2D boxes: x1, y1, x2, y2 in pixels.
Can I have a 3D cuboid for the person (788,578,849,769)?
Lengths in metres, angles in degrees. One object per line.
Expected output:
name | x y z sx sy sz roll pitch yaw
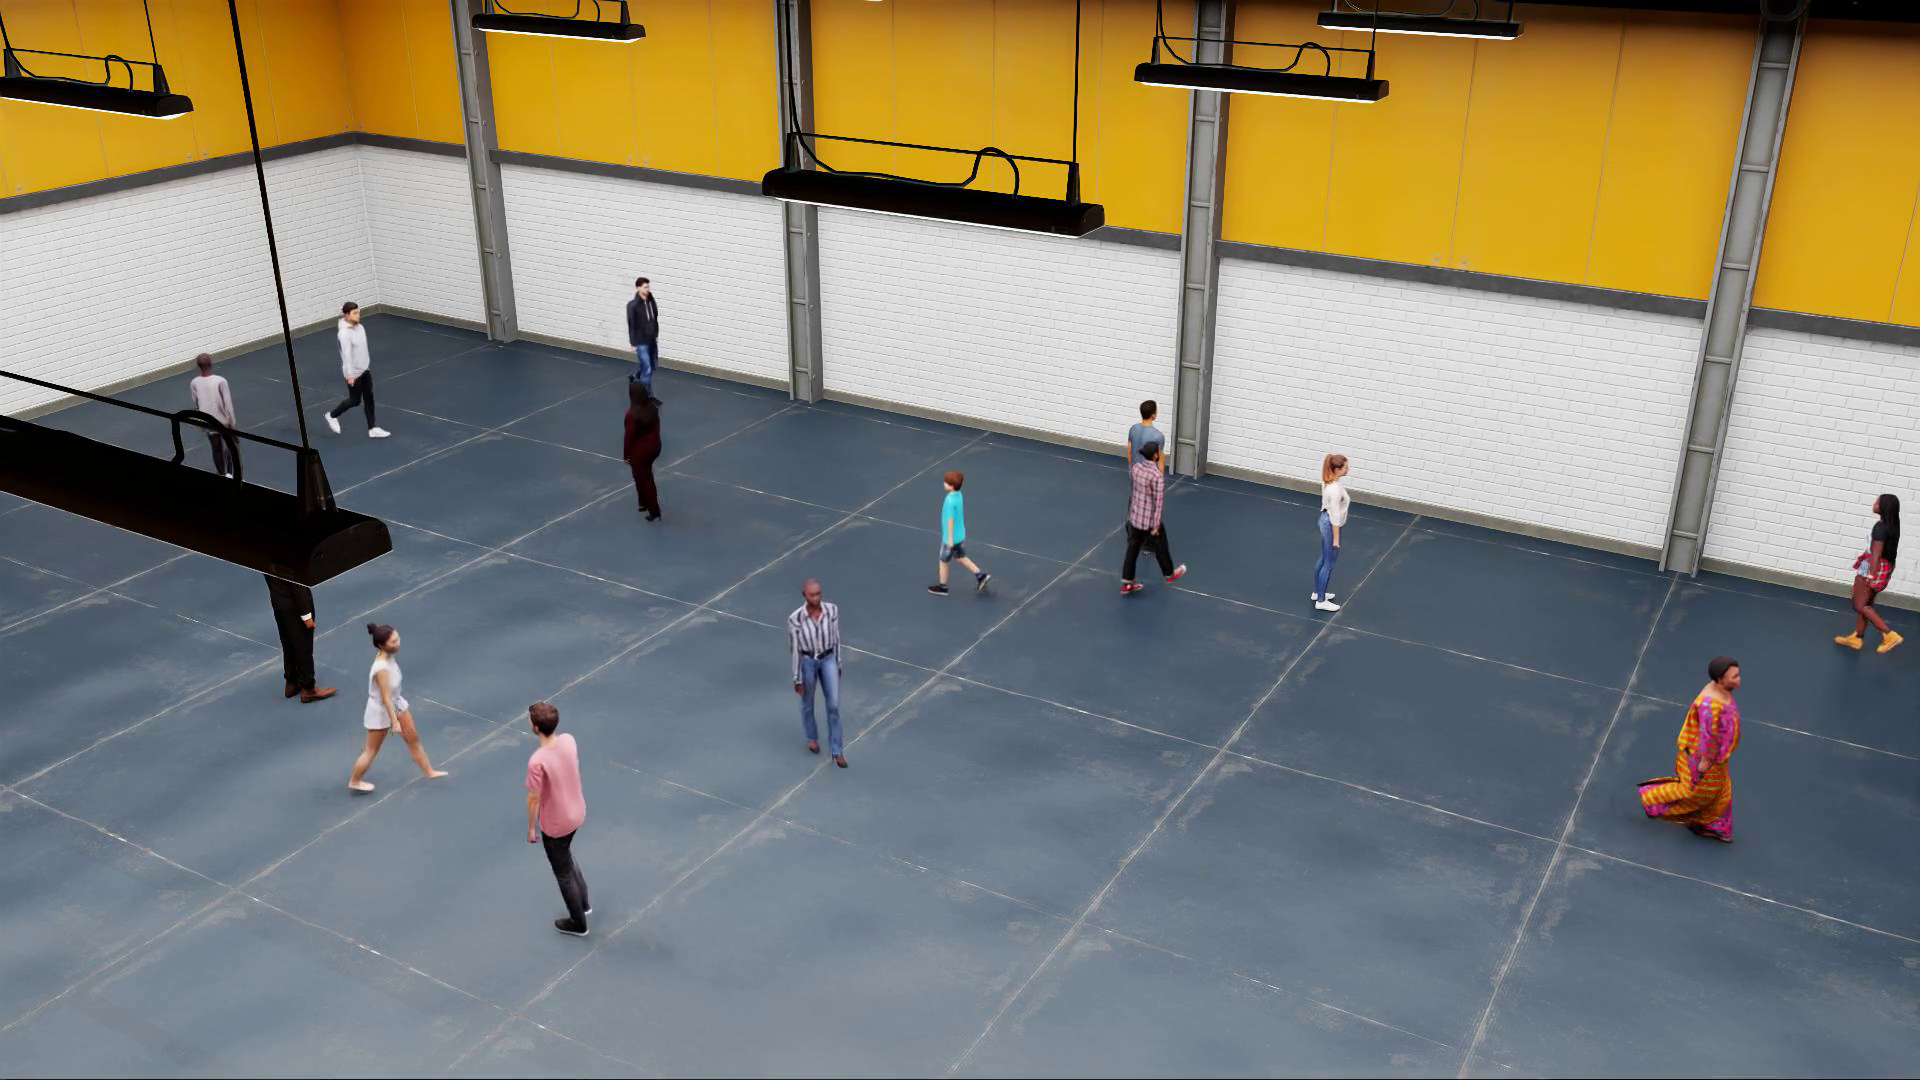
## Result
person | -1.317 1.120 14.825 0.969 1.768 1.064 -10 26 -22

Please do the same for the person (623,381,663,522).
person | -3.675 -1.029 19.776 0.700 1.740 0.697 11 26 23

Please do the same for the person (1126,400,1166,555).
person | 2.112 -0.733 19.012 0.764 1.810 0.582 -21 31 -40

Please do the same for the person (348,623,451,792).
person | -5.009 1.467 14.258 1.147 1.585 0.992 -4 24 -10

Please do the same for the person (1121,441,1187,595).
person | 1.950 -0.210 17.924 1.007 1.723 1.120 -18 29 -35

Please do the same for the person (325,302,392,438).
person | -8.233 -2.282 22.432 1.188 1.907 0.932 4 24 9

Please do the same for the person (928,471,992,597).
person | 0.005 -0.058 17.941 0.944 1.430 0.657 7 25 16

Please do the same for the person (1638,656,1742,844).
person | 6.074 1.695 13.646 1.073 1.658 0.749 17 29 34

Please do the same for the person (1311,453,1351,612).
person | 3.941 -0.105 17.687 0.677 1.719 0.688 1 24 2

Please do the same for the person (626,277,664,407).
person | -4.568 -2.859 23.792 1.018 1.876 0.749 17 29 33

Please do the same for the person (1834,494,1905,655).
person | 9.231 0.371 16.609 0.918 1.711 0.710 20 31 38

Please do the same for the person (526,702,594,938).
person | -2.890 2.104 12.351 0.628 1.946 0.662 11 26 23

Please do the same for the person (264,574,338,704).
person | -6.347 0.624 15.790 0.598 1.904 0.806 18 30 36

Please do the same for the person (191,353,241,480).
person | -9.270 -1.440 20.682 0.710 1.766 0.805 -1 24 -3
